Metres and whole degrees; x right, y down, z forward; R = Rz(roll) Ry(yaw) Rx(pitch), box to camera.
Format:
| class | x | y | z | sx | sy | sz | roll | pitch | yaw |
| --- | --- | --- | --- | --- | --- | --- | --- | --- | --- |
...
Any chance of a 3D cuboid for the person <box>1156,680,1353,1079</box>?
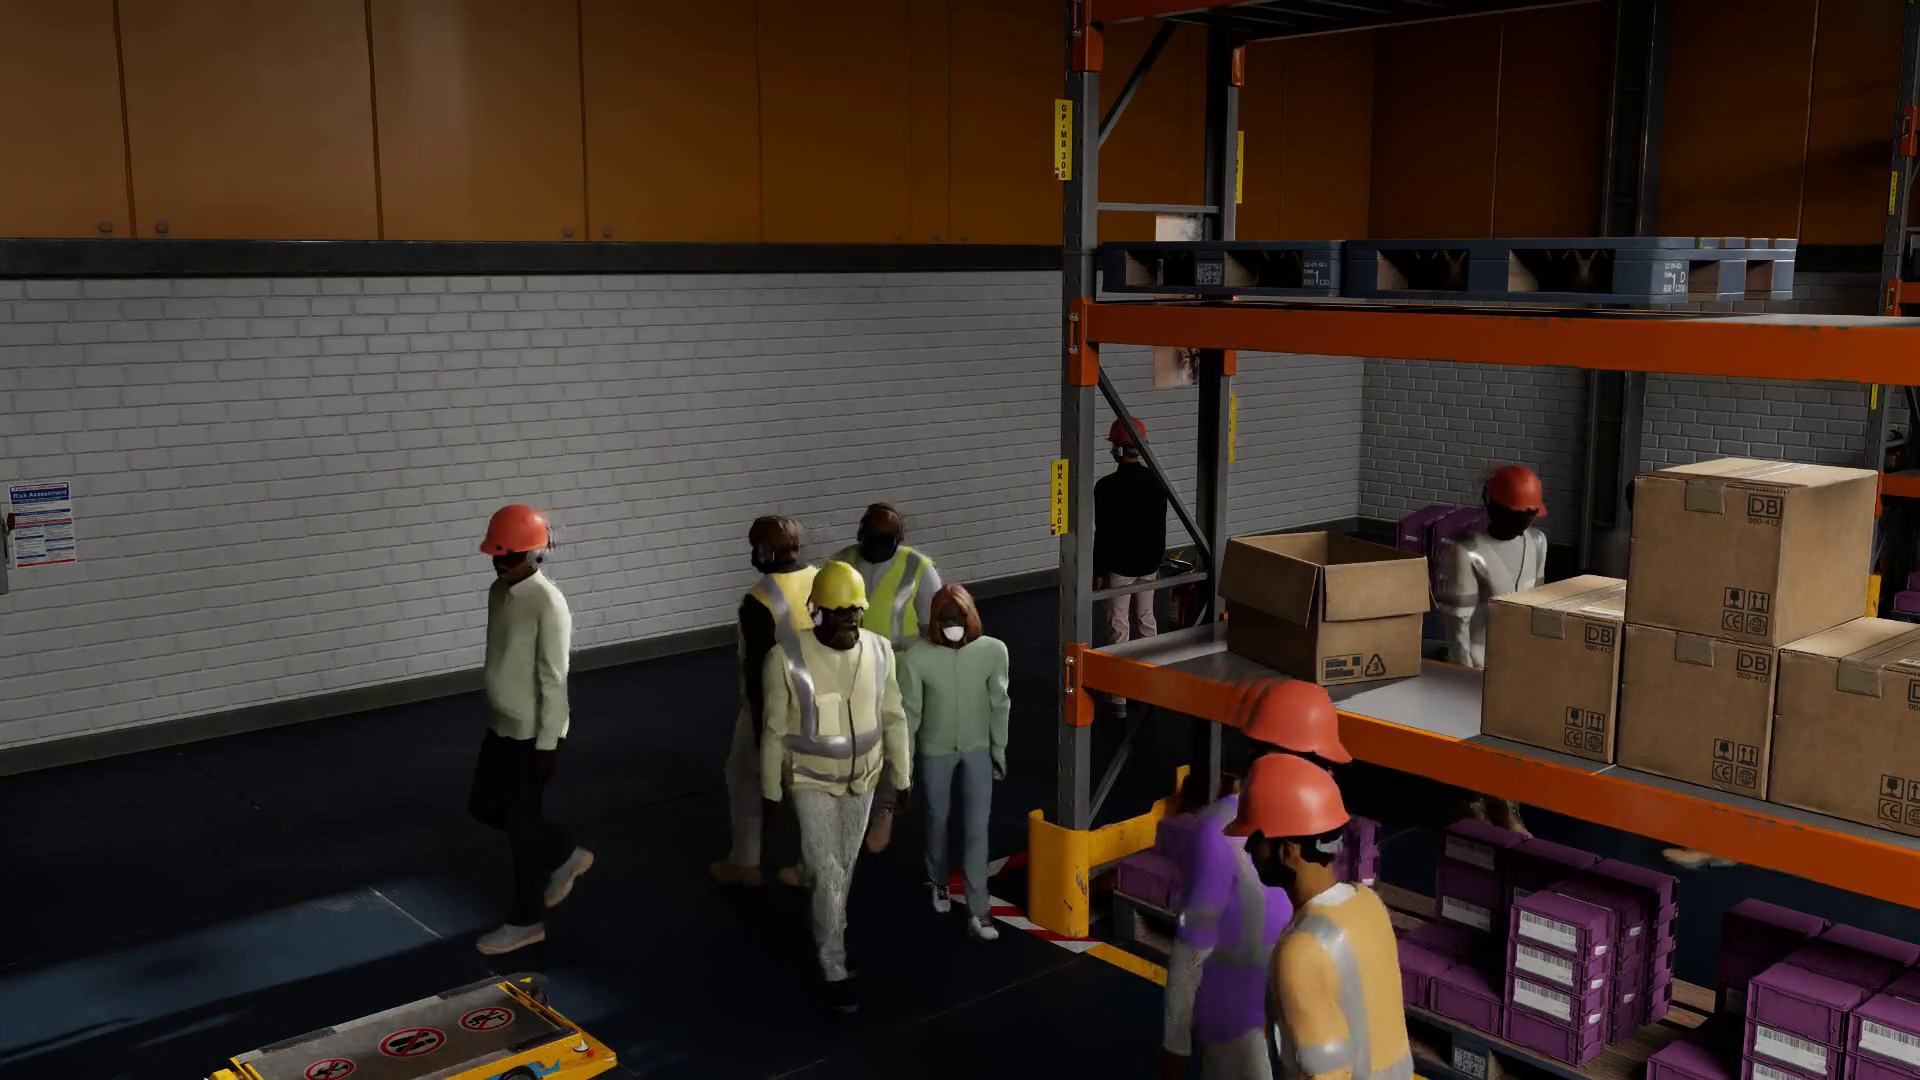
| class | x | y | z | sx | sy | sz | roll | pitch | yaw |
| --- | --- | --- | --- | --- | --- | --- | --- | --- | --- |
| person | 0.892 | 1.321 | 4.599 | 1.004 | 1.881 | 0.552 | 8 | 13 | 41 |

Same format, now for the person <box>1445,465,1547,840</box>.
| class | x | y | z | sx | sy | sz | roll | pitch | yaw |
| --- | --- | --- | --- | --- | --- | --- | --- | --- | --- |
| person | 2.730 | 0.609 | 8.391 | 0.657 | 2.011 | 0.570 | -4 | 10 | -22 |

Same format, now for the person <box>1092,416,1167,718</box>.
| class | x | y | z | sx | sy | sz | roll | pitch | yaw |
| --- | --- | --- | --- | --- | --- | --- | --- | --- | --- |
| person | 1.105 | 0.176 | 10.985 | 0.611 | 1.995 | 0.375 | -7 | 12 | -36 |

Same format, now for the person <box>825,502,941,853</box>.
| class | x | y | z | sx | sy | sz | roll | pitch | yaw |
| --- | --- | --- | --- | --- | --- | --- | --- | --- | --- |
| person | -0.445 | 0.700 | 8.465 | 0.713 | 1.808 | 0.524 | 4 | 11 | 24 |

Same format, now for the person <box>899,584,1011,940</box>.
| class | x | y | z | sx | sy | sz | roll | pitch | yaw |
| --- | --- | --- | --- | --- | --- | --- | --- | --- | --- |
| person | -0.021 | 0.981 | 7.447 | 0.515 | 1.584 | 0.808 | -1 | 10 | -8 |

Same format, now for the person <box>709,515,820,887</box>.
| class | x | y | z | sx | sy | sz | roll | pitch | yaw |
| --- | --- | --- | --- | --- | --- | --- | --- | --- | --- |
| person | -0.923 | 0.777 | 7.972 | 0.719 | 1.816 | 0.639 | 7 | 12 | 34 |

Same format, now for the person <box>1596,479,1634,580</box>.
| class | x | y | z | sx | sy | sz | roll | pitch | yaw |
| --- | --- | --- | --- | --- | --- | --- | --- | --- | --- |
| person | 3.672 | 0.565 | 9.074 | 0.310 | 1.868 | 0.533 | -4 | 11 | -25 |

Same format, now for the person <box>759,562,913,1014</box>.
| class | x | y | z | sx | sy | sz | roll | pitch | yaw |
| --- | --- | --- | --- | --- | --- | --- | --- | --- | --- |
| person | -0.461 | 0.987 | 6.768 | 0.620 | 1.801 | 0.753 | -6 | 11 | -31 |

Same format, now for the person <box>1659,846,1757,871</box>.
| class | x | y | z | sx | sy | sz | roll | pitch | yaw |
| --- | --- | --- | --- | --- | --- | --- | --- | --- | --- |
| person | 3.755 | 0.635 | 8.238 | 0.700 | 2.014 | 0.616 | 3 | 10 | 18 |

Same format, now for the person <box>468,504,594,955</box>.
| class | x | y | z | sx | sy | sz | roll | pitch | yaw |
| --- | --- | --- | --- | --- | --- | --- | --- | --- | --- |
| person | -1.901 | 0.809 | 7.316 | 0.584 | 1.978 | 0.657 | -8 | 13 | -40 |

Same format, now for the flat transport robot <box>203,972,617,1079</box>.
| class | x | y | z | sx | sy | sz | roll | pitch | yaw |
| --- | --- | --- | --- | --- | --- | --- | --- | --- | --- |
| flat transport robot | -2.018 | 1.903 | 5.912 | 1.431 | 0.197 | 0.652 | -8 | 13 | -41 |

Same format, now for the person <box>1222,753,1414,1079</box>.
| class | x | y | z | sx | sy | sz | roll | pitch | yaw |
| --- | --- | --- | --- | --- | --- | --- | --- | --- | --- |
| person | 0.873 | 1.444 | 3.976 | 0.950 | 1.862 | 0.565 | 7 | 12 | 34 |
